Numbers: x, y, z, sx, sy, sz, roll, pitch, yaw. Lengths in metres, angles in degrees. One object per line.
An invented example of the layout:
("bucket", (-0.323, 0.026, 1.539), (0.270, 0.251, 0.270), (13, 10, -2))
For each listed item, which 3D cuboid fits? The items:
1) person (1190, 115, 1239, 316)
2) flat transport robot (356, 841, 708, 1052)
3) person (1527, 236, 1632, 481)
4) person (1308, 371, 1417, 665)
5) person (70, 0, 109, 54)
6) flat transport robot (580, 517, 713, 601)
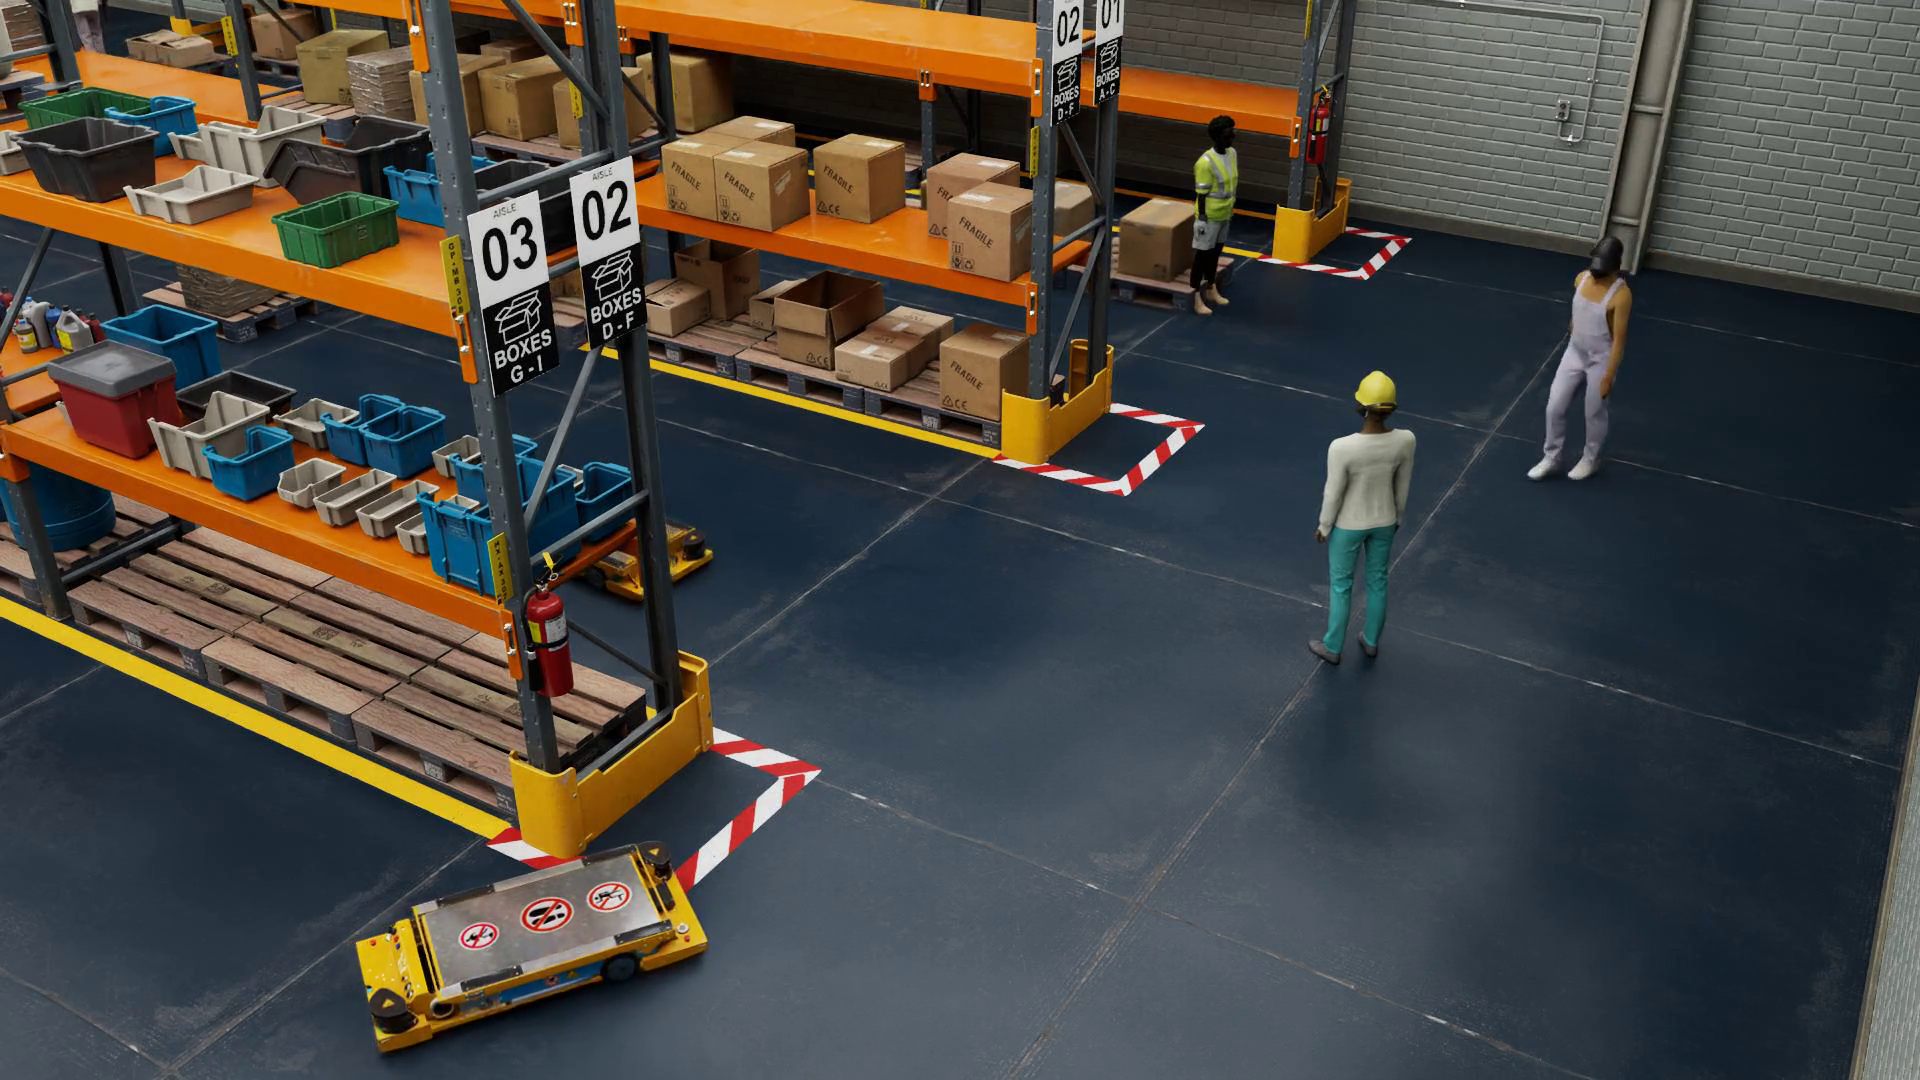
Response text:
("person", (2.166, -2.761, 14.119), (0.316, 1.695, 0.541), (21, 35, 33))
("flat transport robot", (-1.913, 1.786, 7.429), (1.431, 0.231, 0.659), (-13, 32, -22))
("person", (4.244, -1.201, 11.194), (0.709, 1.819, 0.531), (-19, 34, -30))
("person", (2.242, -0.108, 9.290), (0.523, 1.768, 0.306), (-8, 30, -13))
("person", (-11.178, -6.729, 21.122), (0.591, 1.811, 0.857), (-23, 37, -35))
("flat transport robot", (-2.337, -0.011, 10.652), (1.431, 0.231, 0.659), (18, 34, 30))
